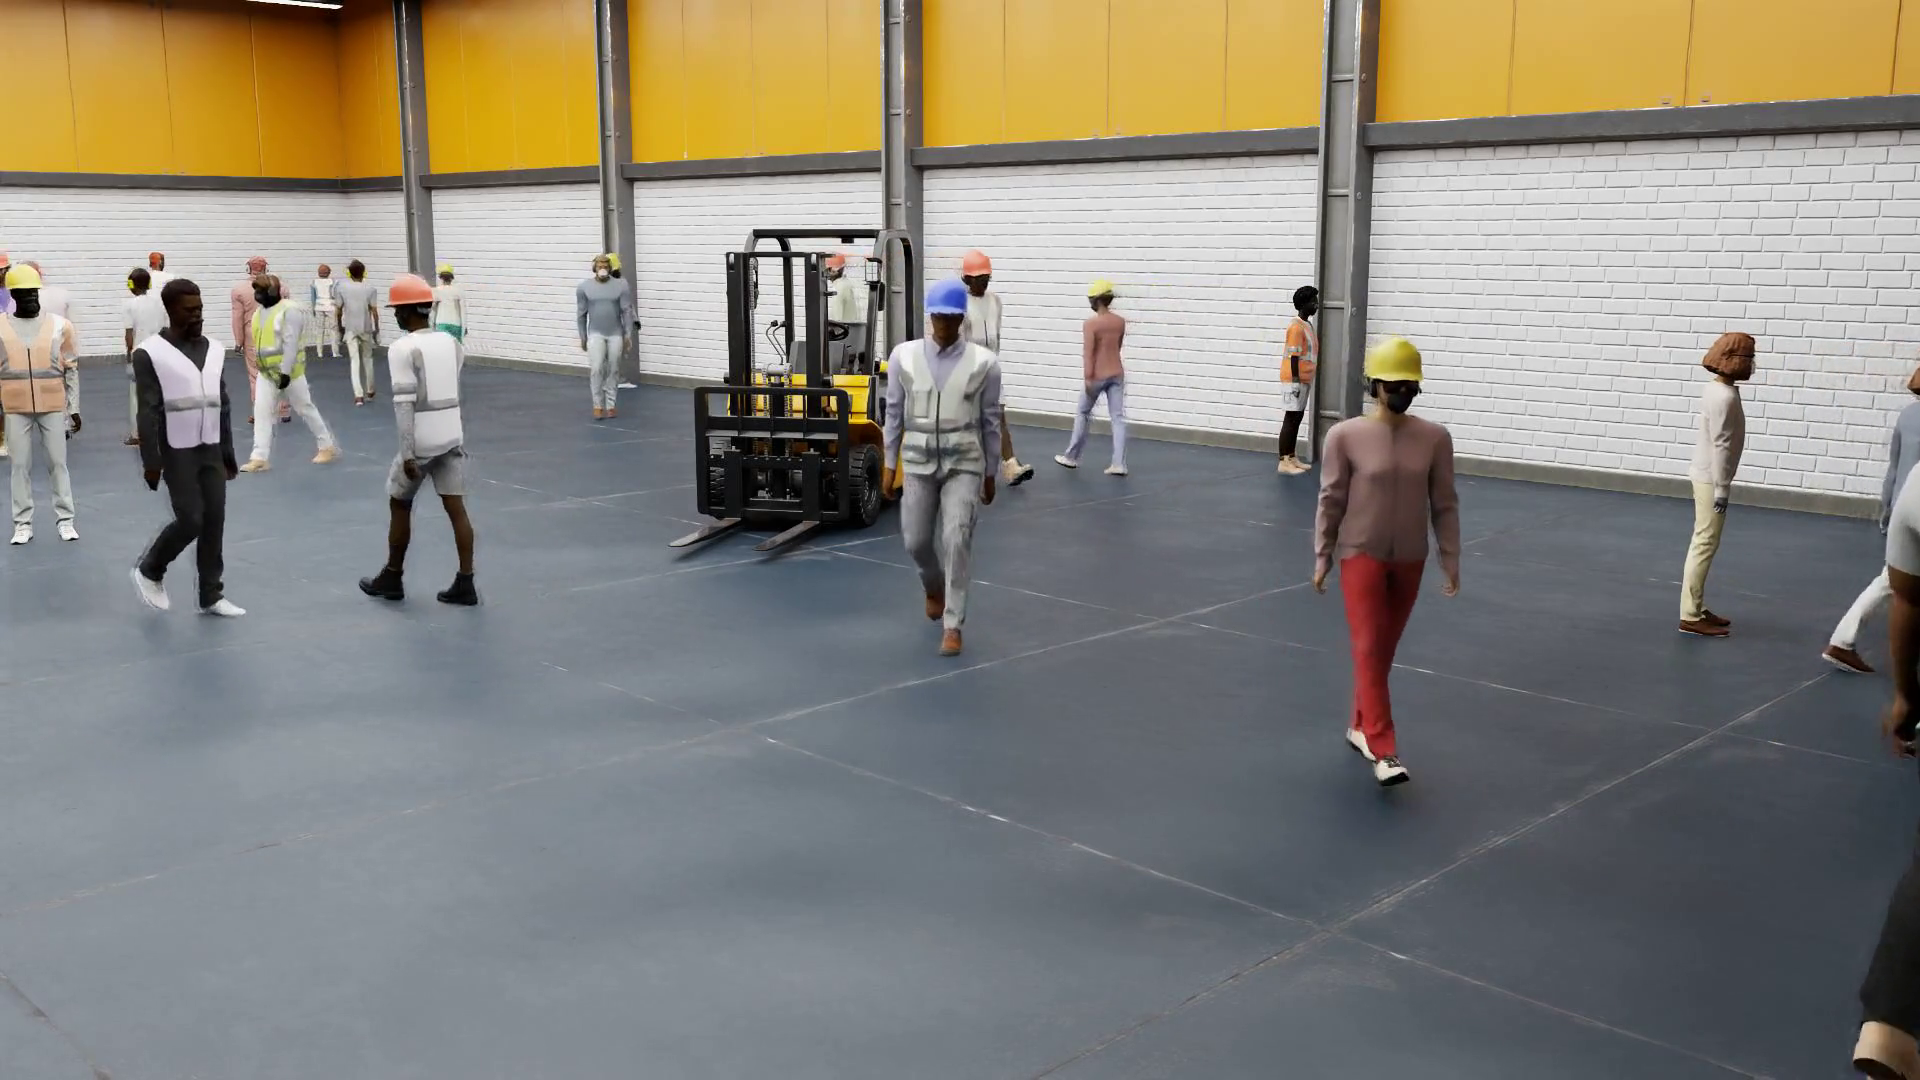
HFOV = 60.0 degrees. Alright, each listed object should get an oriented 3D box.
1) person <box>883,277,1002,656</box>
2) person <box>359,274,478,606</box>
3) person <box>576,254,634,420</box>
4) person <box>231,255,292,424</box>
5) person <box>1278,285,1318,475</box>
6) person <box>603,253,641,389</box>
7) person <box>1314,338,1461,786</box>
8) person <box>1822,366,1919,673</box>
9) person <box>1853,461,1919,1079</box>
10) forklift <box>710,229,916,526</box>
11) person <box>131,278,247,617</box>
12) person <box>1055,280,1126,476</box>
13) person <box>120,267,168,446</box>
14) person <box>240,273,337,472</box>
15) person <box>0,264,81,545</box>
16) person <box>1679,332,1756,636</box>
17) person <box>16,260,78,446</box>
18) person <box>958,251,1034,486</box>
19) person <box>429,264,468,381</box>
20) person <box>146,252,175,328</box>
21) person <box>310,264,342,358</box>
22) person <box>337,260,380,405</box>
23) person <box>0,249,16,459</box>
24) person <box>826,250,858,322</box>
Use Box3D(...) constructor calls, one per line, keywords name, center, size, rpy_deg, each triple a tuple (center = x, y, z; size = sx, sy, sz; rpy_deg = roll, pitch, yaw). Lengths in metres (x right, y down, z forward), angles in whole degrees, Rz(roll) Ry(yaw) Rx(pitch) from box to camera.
Box3D(name="person", center=(-0.081, -0.403, 8.650), size=(0.618, 1.928, 0.700), rpy_deg=(1, 10, 7))
Box3D(name="person", center=(-3.159, -0.579, 9.659), size=(0.886, 1.897, 0.574), rpy_deg=(6, 12, 29))
Box3D(name="person", center=(-4.098, -2.344, 19.263), size=(0.634, 1.910, 0.745), rpy_deg=(-3, 11, -14))
Box3D(name="person", center=(-7.922, -2.270, 18.890), size=(0.642, 1.908, 0.399), rpy_deg=(-7, 13, -35))
Box3D(name="person", center=(3.033, -1.428, 14.896), size=(0.322, 1.690, 0.532), rpy_deg=(4, 11, 22))
Box3D(name="person", center=(-4.781, -3.022, 23.077), size=(0.439, 1.885, 0.738), rpy_deg=(2, 11, 12))
Box3D(name="person", center=(1.699, 0.092, 6.469), size=(0.548, 1.724, 0.852), rpy_deg=(-2, 11, -9))
Box3D(name="person", center=(4.664, -0.129, 8.085), size=(0.871, 1.590, 0.511), rpy_deg=(1, 10, 7))
Box3D(name="person", center=(2.600, 0.382, 4.060), size=(0.956, 2.000, 0.686), rpy_deg=(-8, 13, -39))
Box3D(name="forklift", center=(-1.050, -1.319, 12.920), size=(1.214, 2.155, 2.313), rpy_deg=(2, 11, 13))
Box3D(name="person", center=(-4.315, -0.499, 9.265), size=(0.524, 1.904, 0.591), rpy_deg=(4, 11, 19))
Box3D(name="person", center=(1.219, -1.458, 14.943), size=(0.520, 1.729, 0.862), rpy_deg=(-7, 12, -33))
Box3D(name="person", center=(-8.098, -1.813, 16.637), size=(0.979, 1.825, 0.538), rpy_deg=(7, 13, 35))
Box3D(name="person", center=(-6.201, -1.548, 15.283), size=(0.627, 1.799, 0.973), rpy_deg=(5, 12, 26))
Box3D(name="person", center=(-6.436, -0.938, 11.562), size=(0.588, 1.930, 0.359), rpy_deg=(-6, 12, -28))
Box3D(name="person", center=(4.060, -0.300, 8.919), size=(0.279, 1.624, 0.494), rpy_deg=(4, 11, 20))
Box3D(name="person", center=(-9.337, -1.883, 16.847), size=(0.589, 1.882, 0.646), rpy_deg=(5, 12, 26))
Box3D(name="person", center=(0.212, -1.430, 14.089), size=(0.622, 1.986, 1.025), rpy_deg=(-8, 13, -36))
Box3D(name="person", center=(-7.390, -3.118, 24.017), size=(0.540, 1.714, 0.904), rpy_deg=(-2, 11, -12))
Box3D(name="person", center=(-11.822, -3.309, 24.622), size=(0.573, 1.883, 0.353), rpy_deg=(0, 10, -3))
Box3D(name="person", center=(-11.100, -4.001, 29.128), size=(0.521, 1.624, 0.348), rpy_deg=(0, 10, 0))
Box3D(name="person", center=(-7.653, -2.644, 21.179), size=(0.515, 1.814, 1.019), rpy_deg=(-3, 11, -17))
Box3D(name="person", center=(-9.054, -1.762, 15.813), size=(0.608, 2.013, 0.488), rpy_deg=(-9, 14, -41))
Box3D(name="person", center=(-1.200, -2.184, 18.257), size=(0.690, 1.976, 0.634), rpy_deg=(1, 10, 7))
